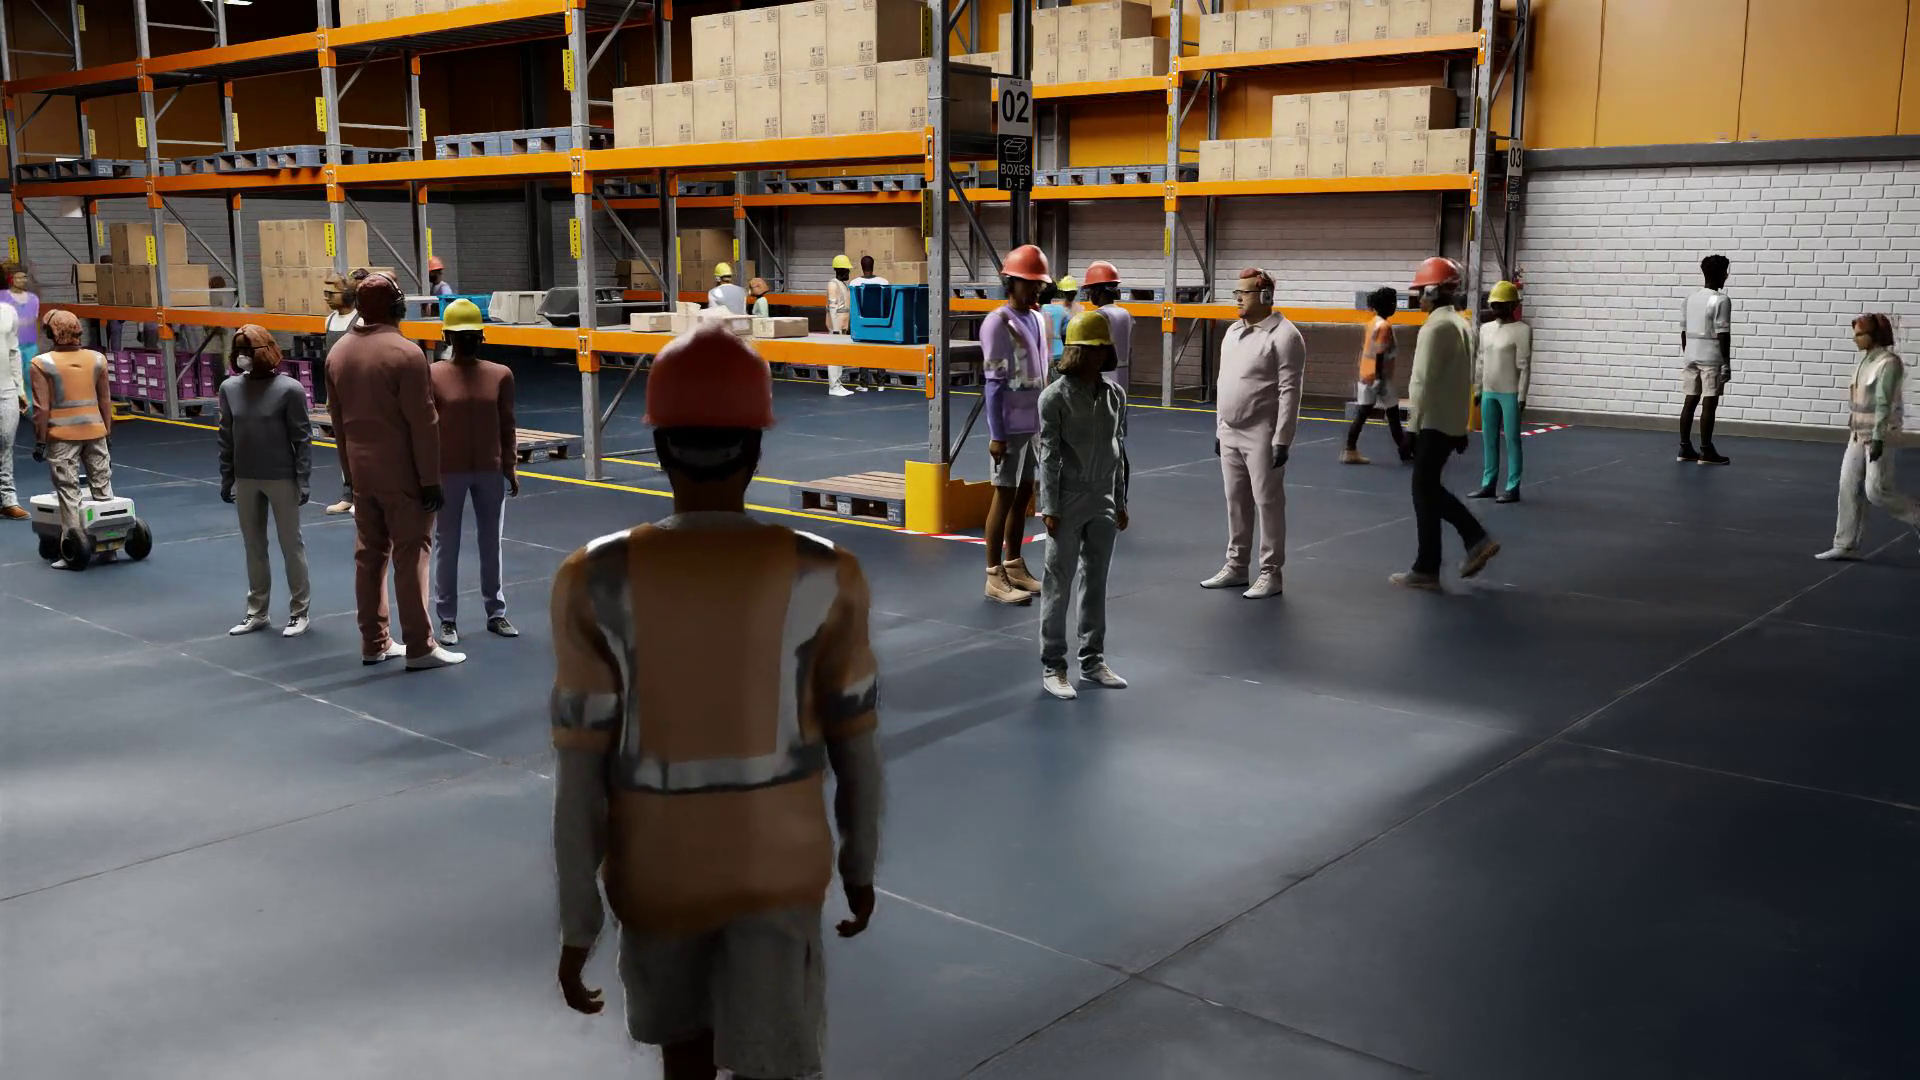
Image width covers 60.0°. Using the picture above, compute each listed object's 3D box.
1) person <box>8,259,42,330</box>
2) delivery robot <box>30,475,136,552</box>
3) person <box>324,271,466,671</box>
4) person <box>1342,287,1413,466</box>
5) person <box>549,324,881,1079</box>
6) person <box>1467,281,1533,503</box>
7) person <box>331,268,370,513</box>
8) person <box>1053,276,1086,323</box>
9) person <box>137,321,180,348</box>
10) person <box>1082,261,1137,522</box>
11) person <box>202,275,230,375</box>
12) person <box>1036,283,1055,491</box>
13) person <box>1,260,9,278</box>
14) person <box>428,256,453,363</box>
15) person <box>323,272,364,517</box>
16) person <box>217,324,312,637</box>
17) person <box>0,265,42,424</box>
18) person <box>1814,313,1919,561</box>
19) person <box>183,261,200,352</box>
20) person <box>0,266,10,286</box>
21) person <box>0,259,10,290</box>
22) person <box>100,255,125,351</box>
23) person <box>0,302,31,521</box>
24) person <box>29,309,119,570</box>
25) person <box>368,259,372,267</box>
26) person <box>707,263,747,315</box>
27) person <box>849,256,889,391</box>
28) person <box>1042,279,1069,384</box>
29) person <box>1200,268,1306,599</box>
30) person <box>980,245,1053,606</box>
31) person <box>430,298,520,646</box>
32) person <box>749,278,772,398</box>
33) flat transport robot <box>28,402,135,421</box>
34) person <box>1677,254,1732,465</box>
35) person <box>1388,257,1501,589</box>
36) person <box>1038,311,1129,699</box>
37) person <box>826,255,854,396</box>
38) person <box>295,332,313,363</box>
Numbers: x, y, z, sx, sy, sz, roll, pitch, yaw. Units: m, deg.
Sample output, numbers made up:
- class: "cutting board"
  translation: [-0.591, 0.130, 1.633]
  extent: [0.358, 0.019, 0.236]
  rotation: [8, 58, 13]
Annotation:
- class: "person"
  translation: [-13.677, -3.212, 24.519]
  extent: [0.625, 1.890, 0.669]
  rotation: [-1, 10, -8]
- class: "delivery robot"
  translation: [-5.670, -0.175, 10.740]
  extent: [0.707, 0.478, 0.477]
  rotation: [6, 12, 31]
- class: "person"
  translation: [-2.715, -0.325, 8.002]
  extent: [0.640, 1.913, 0.410]
  rotation: [6, 11, 29]
- class: "person"
  translation: [3.970, -1.509, 15.454]
  extent: [0.794, 1.655, 0.550]
  rotation: [0, 10, 0]
- class: "person"
  translation: [-0.412, 0.581, 2.905]
  extent: [0.563, 1.892, 0.978]
  rotation: [-1, 10, -6]
- class: "person"
  translation: [4.314, -1.178, 13.286]
  extent: [0.336, 1.763, 0.524]
  rotation: [-5, 11, -28]
- class: "person"
  translation: [-4.557, -1.144, 12.782]
  extent: [0.330, 1.872, 0.512]
  rotation: [10, 14, 44]
- class: "person"
  translation: [1.188, -2.178, 19.136]
  extent: [0.541, 1.711, 0.953]
  rotation: [-4, 11, -23]
- class: "person"
  translation: [-11.315, -3.016, 23.476]
  extent: [0.984, 1.868, 0.644]
  rotation: [9, 13, 41]
- class: "person"
  translation: [1.042, -1.066, 12.173]
  extent: [0.382, 1.929, 0.538]
  rotation: [8, 13, 39]
- class: "person"
  translation: [-11.817, -3.376, 26.280]
  extent: [0.515, 1.601, 0.725]
  rotation: [4, 11, 20]
- class: "person"
  translation: [0.560, -1.210, 13.340]
  extent: [0.642, 1.825, 0.511]
  rotation: [-9, 14, -43]
- class: "person"
  translation: [-14.408, -3.334, 25.355]
  extent: [0.404, 1.831, 0.600]
  rotation: [-4, 11, -22]
- class: "person"
  translation: [-6.512, -2.566, 20.744]
  extent: [0.427, 1.919, 0.558]
  rotation: [-7, 12, -34]
- class: "person"
  translation: [-4.584, -1.087, 12.534]
  extent: [0.509, 1.842, 0.329]
  rotation: [6, 12, 31]
- class: "person"
  translation: [-3.622, -0.305, 8.673]
  extent: [0.509, 1.632, 0.266]
  rotation: [2, 10, 10]
- class: "person"
  translation: [-10.795, -2.224, 19.038]
  extent: [0.615, 1.830, 0.588]
  rotation: [4, 11, 24]
- class: "person"
  translation: [5.916, -0.646, 10.647]
  extent: [0.626, 1.616, 0.514]
  rotation: [0, 10, 3]
- class: "person"
  translation: [-13.351, -3.943, 28.723]
  extent: [0.309, 1.868, 0.534]
  rotation: [-1, 10, -6]
- class: "person"
  translation: [-14.274, -3.216, 24.836]
  extent: [0.924, 1.785, 0.616]
  rotation: [-3, 10, -17]
- class: "person"
  translation: [-14.019, -3.206, 24.163]
  extent: [0.623, 1.992, 0.396]
  rotation: [1, 10, 6]
- class: "person"
  translation: [-14.178, -3.795, 27.768]
  extent: [0.655, 1.906, 0.407]
  rotation: [5, 11, 25]
- class: "person"
  translation: [-7.158, -1.073, 12.212]
  extent: [0.462, 1.940, 0.645]
  rotation: [5, 11, 24]
- class: "person"
  translation: [-5.591, -0.629, 10.502]
  extent: [0.310, 1.642, 0.514]
  rotation: [6, 12, 31]
- class: "person"
  translation: [-7.152, -2.450, 20.021]
  extent: [0.372, 1.940, 0.632]
  rotation: [9, 13, 42]
- class: "person"
  translation: [-3.103, -2.764, 22.125]
  extent: [0.623, 1.828, 0.446]
  rotation: [-9, 14, -42]
- class: "person"
  translation: [-1.280, -3.058, 23.555]
  extent: [0.587, 1.913, 0.391]
  rotation: [-3, 10, -18]
- class: "person"
  translation: [0.935, -1.983, 18.042]
  extent: [0.540, 1.700, 0.316]
  rotation: [-5, 11, -28]
- class: "person"
  translation: [1.693, -0.619, 9.689]
  extent: [0.408, 1.908, 0.646]
  rotation: [-6, 12, -30]
- class: "person"
  translation: [0.357, -0.654, 9.511]
  extent: [0.388, 2.036, 0.615]
  rotation: [5, 11, 27]
- class: "person"
  translation: [-2.523, -0.350, 8.556]
  extent: [0.525, 1.769, 0.308]
  rotation: [-7, 12, -34]
- class: "person"
  translation: [-2.690, -2.717, 22.441]
  extent: [0.290, 1.623, 0.497]
  rotation: [-2, 10, -10]
- class: "flat transport robot"
  translation: [-10.306, -1.522, 19.481]
  extent: [1.431, 0.197, 0.652]
  rotation: [9, 13, 41]
- class: "person"
  translation: [7.017, -1.691, 15.622]
  extent: [0.367, 1.966, 0.606]
  rotation: [-3, 10, -17]
- class: "person"
  translation: [2.862, -0.675, 9.843]
  extent: [0.535, 1.975, 0.636]
  rotation: [6, 12, 31]
- class: "person"
  translation: [0.573, -0.161, 7.547]
  extent: [0.488, 1.744, 0.295]
  rotation: [-7, 12, -37]
- class: "person"
  translation: [-1.645, -2.942, 22.853]
  extent: [0.381, 1.928, 0.587]
  rotation: [2, 10, 12]
- class: "person"
  translation: [-11.277, -4.074, 29.269]
  extent: [1.036, 1.928, 0.606]
  rotation: [-7, 12, -35]
